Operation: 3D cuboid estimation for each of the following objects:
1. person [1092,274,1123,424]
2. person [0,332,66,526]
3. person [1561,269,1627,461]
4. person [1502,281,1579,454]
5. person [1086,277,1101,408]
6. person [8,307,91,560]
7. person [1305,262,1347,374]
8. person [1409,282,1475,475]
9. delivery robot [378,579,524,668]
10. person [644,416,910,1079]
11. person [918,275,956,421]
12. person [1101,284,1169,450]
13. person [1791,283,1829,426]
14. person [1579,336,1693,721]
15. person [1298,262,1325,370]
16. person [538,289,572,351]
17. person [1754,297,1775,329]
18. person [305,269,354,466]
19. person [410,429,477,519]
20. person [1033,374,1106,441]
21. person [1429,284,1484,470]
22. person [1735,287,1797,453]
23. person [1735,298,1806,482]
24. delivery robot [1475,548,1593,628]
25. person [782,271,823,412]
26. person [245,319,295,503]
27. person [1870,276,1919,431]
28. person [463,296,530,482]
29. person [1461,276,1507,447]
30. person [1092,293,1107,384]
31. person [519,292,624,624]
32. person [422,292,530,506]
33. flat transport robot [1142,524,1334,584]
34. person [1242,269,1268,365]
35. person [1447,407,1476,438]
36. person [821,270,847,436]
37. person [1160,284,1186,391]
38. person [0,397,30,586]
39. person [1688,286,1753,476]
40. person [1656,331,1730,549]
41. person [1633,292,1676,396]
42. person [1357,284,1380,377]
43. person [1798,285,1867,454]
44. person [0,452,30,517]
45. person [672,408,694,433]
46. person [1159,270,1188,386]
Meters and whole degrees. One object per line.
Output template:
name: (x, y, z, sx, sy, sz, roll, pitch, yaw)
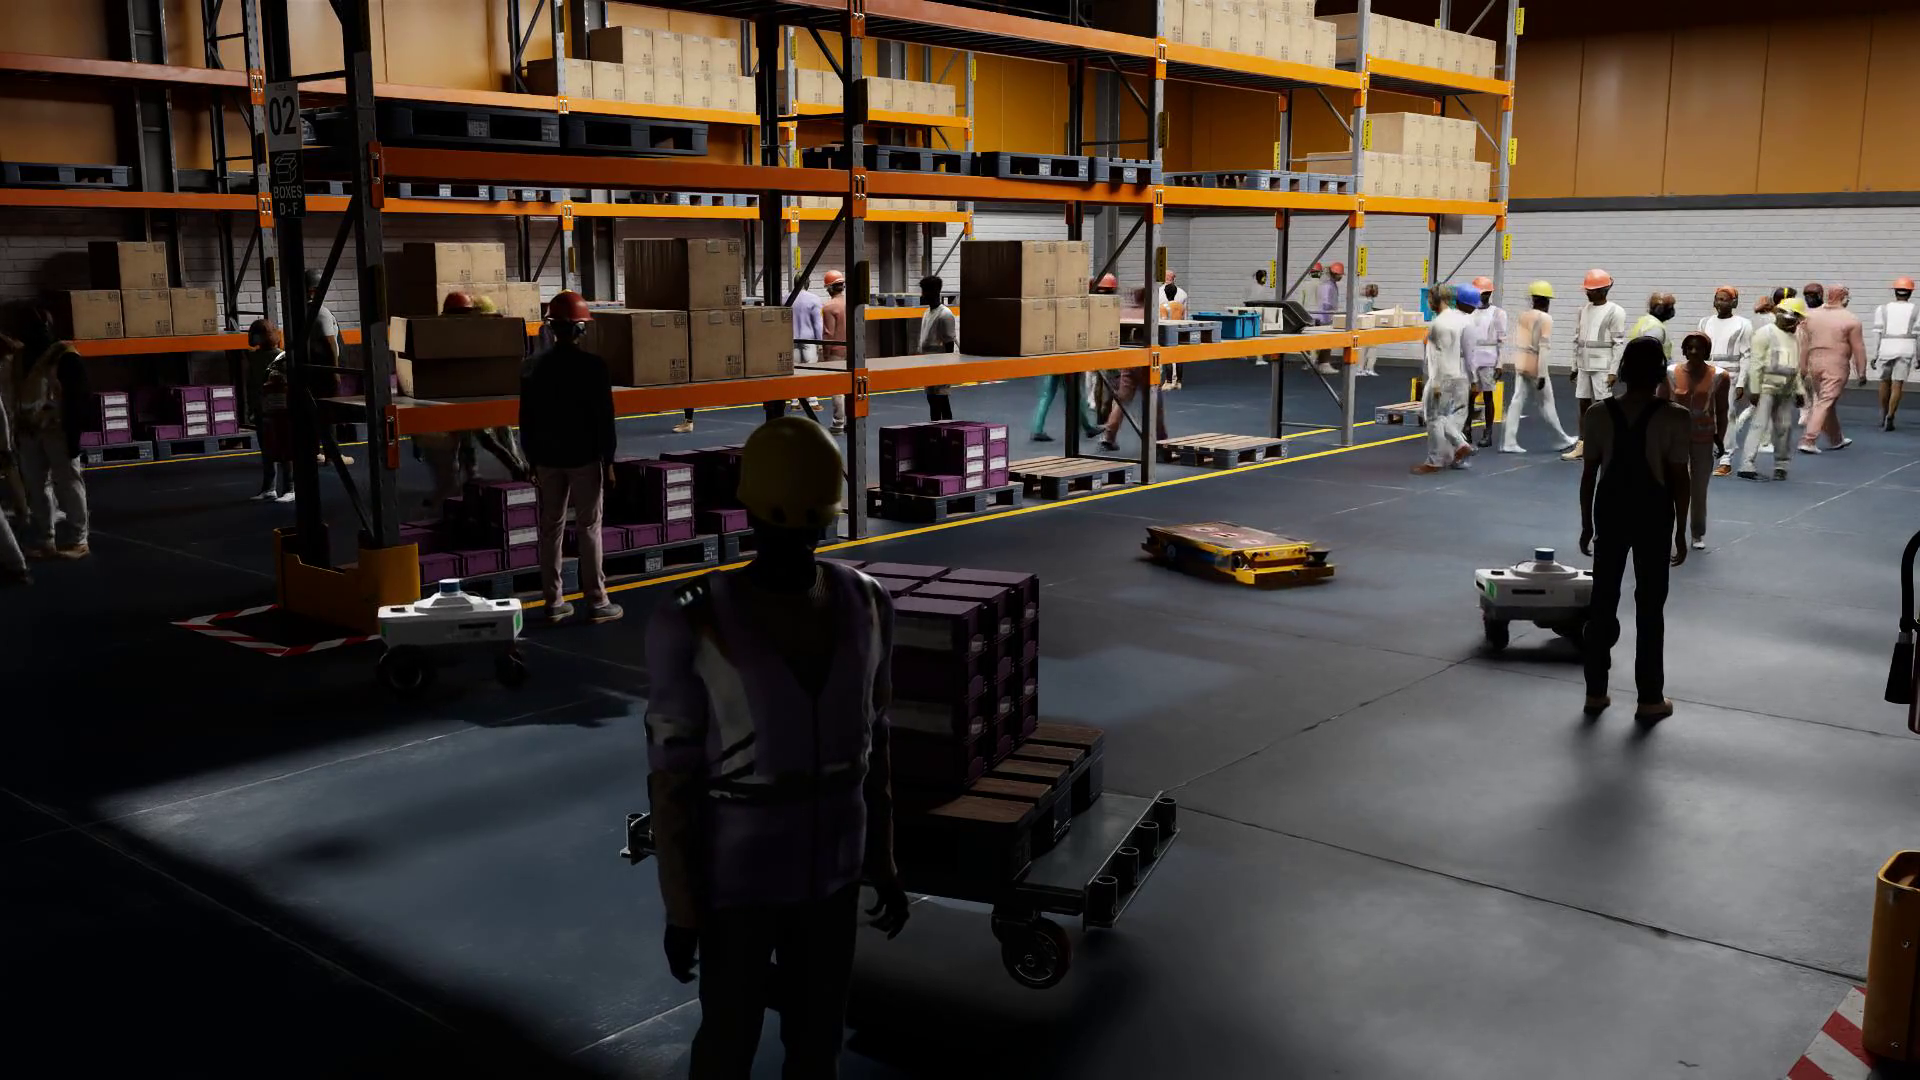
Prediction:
person: (1.881, -2.438, 21.315, 0.565, 1.922, 0.404, 8, 13, 40)
person: (-7.672, -0.911, 13.539, 0.602, 1.609, 0.303, -6, 12, -30)
person: (6.645, -1.813, 17.450, 0.392, 2.034, 0.605, -5, 11, -26)
person: (6.408, -1.888, 18.304, 0.956, 1.880, 0.594, -4, 11, -21)
person: (1.952, -2.804, 23.658, 0.516, 1.833, 0.775, 3, 10, 15)
person: (-6.618, -0.756, 12.023, 0.637, 1.835, 0.497, 4, 11, 20)
person: (6.588, -3.965, 29.770, 0.612, 2.011, 0.685, 4, 11, 20)
person: (4.808, -1.591, 16.522, 0.505, 1.918, 0.627, 3, 11, 19)
delivery robot: (-2.610, 0.443, 8.546, 0.707, 0.478, 0.477, -3, 11, -17)
person: (-0.363, 0.694, 3.501, 0.585, 1.920, 0.382, -7, 12, -36)
person: (-0.273, -1.926, 18.301, 0.372, 1.958, 0.613, -5, 11, -25)
person: (1.990, -1.929, 18.627, 0.998, 1.862, 0.667, -9, 13, -40)
person: (10.569, -2.264, 20.616, 0.441, 1.822, 0.715, -8, 13, -37)
person: (3.229, -0.052, 7.981, 0.504, 1.840, 0.345, 7, 12, 36)
person: (6.572, -4.146, 30.851, 0.623, 1.988, 0.391, 2, 10, 9)
person: (-4.072, -1.678, 17.265, 0.404, 1.828, 0.591, 8, 12, 37)
person: (10.902, -2.490, 22.551, 0.326, 1.597, 0.628, 4, 11, 20)
person: (-6.660, -1.796, 17.331, 0.683, 2.000, 0.538, 6, 12, 32)
person: (-3.742, -0.677, 12.131, 0.550, 1.621, 0.476, 7, 12, 34)
person: (1.255, -2.010, 19.464, 0.928, 1.704, 0.537, -4, 11, -23)
person: (5.042, -1.671, 17.057, 0.384, 1.897, 0.696, -4, 11, -23)
person: (8.840, -1.877, 18.404, 0.642, 1.837, 0.535, 2, 10, 11)
person: (7.892, -1.453, 16.158, 0.634, 1.776, 0.405, -5, 11, -26)
delivery robot: (3.296, 0.290, 9.418, 0.707, 0.478, 0.477, 0, 10, 2)
person: (-2.167, -2.726, 22.918, 0.629, 1.940, 0.373, 4, 11, 20)
person: (-6.145, -1.141, 14.774, 0.518, 1.628, 0.292, 5, 11, 25)
person: (11.689, -2.319, 20.704, 0.556, 1.893, 0.939, 7, 12, 36)
person: (-4.460, -1.412, 15.831, 0.621, 1.793, 0.872, 3, 11, 18)
person: (5.905, -2.021, 18.907, 0.550, 1.935, 0.376, 9, 13, 42)
person: (2.266, -3.385, 27.386, 0.500, 1.693, 0.918, 3, 10, 15)
person: (-2.340, -0.488, 10.018, 0.613, 1.994, 0.395, 3, 10, 17)
person: (-4.247, -1.246, 14.683, 0.974, 1.890, 0.553, -3, 10, -18)
flat transport robot: (1.934, 0.071, 11.736, 0.652, 0.197, 1.431, -5, 11, -25)
person: (5.720, -4.293, 32.099, 0.538, 1.852, 0.539, -7, 12, -37)
person: (5.840, -2.037, 19.385, 0.582, 1.807, 0.939, 10, 14, 43)
person: (-1.474, -2.251, 20.081, 0.392, 1.985, 0.610, 7, 12, 33)
person: (3.345, -3.205, 26.329, 0.532, 1.697, 0.322, -8, 13, -39)
person: (-6.682, -0.598, 11.100, 0.912, 1.829, 0.598, 2, 10, 11)
person: (7.546, -1.580, 16.547, 0.355, 1.885, 0.574, -8, 12, -37)
person: (5.490, -0.751, 12.522, 0.513, 1.642, 0.313, 5, 11, 26)
person: (6.963, -1.588, 16.819, 0.444, 1.816, 0.639, 2, 10, 14)
person: (7.207, -3.654, 29.078, 0.521, 1.618, 0.548, 2, 10, 11)
person: (9.635, -1.877, 18.333, 1.016, 1.850, 0.669, -5, 11, -28)
person: (-8.154, -1.101, 13.780, 0.632, 1.890, 0.758, 8, 13, 37)
person: (-3.402, -2.159, 20.373, 0.318, 1.700, 0.535, -1, 10, -4)
person: (3.362, -3.424, 27.026, 0.654, 1.897, 0.403, -2, 10, -13)
